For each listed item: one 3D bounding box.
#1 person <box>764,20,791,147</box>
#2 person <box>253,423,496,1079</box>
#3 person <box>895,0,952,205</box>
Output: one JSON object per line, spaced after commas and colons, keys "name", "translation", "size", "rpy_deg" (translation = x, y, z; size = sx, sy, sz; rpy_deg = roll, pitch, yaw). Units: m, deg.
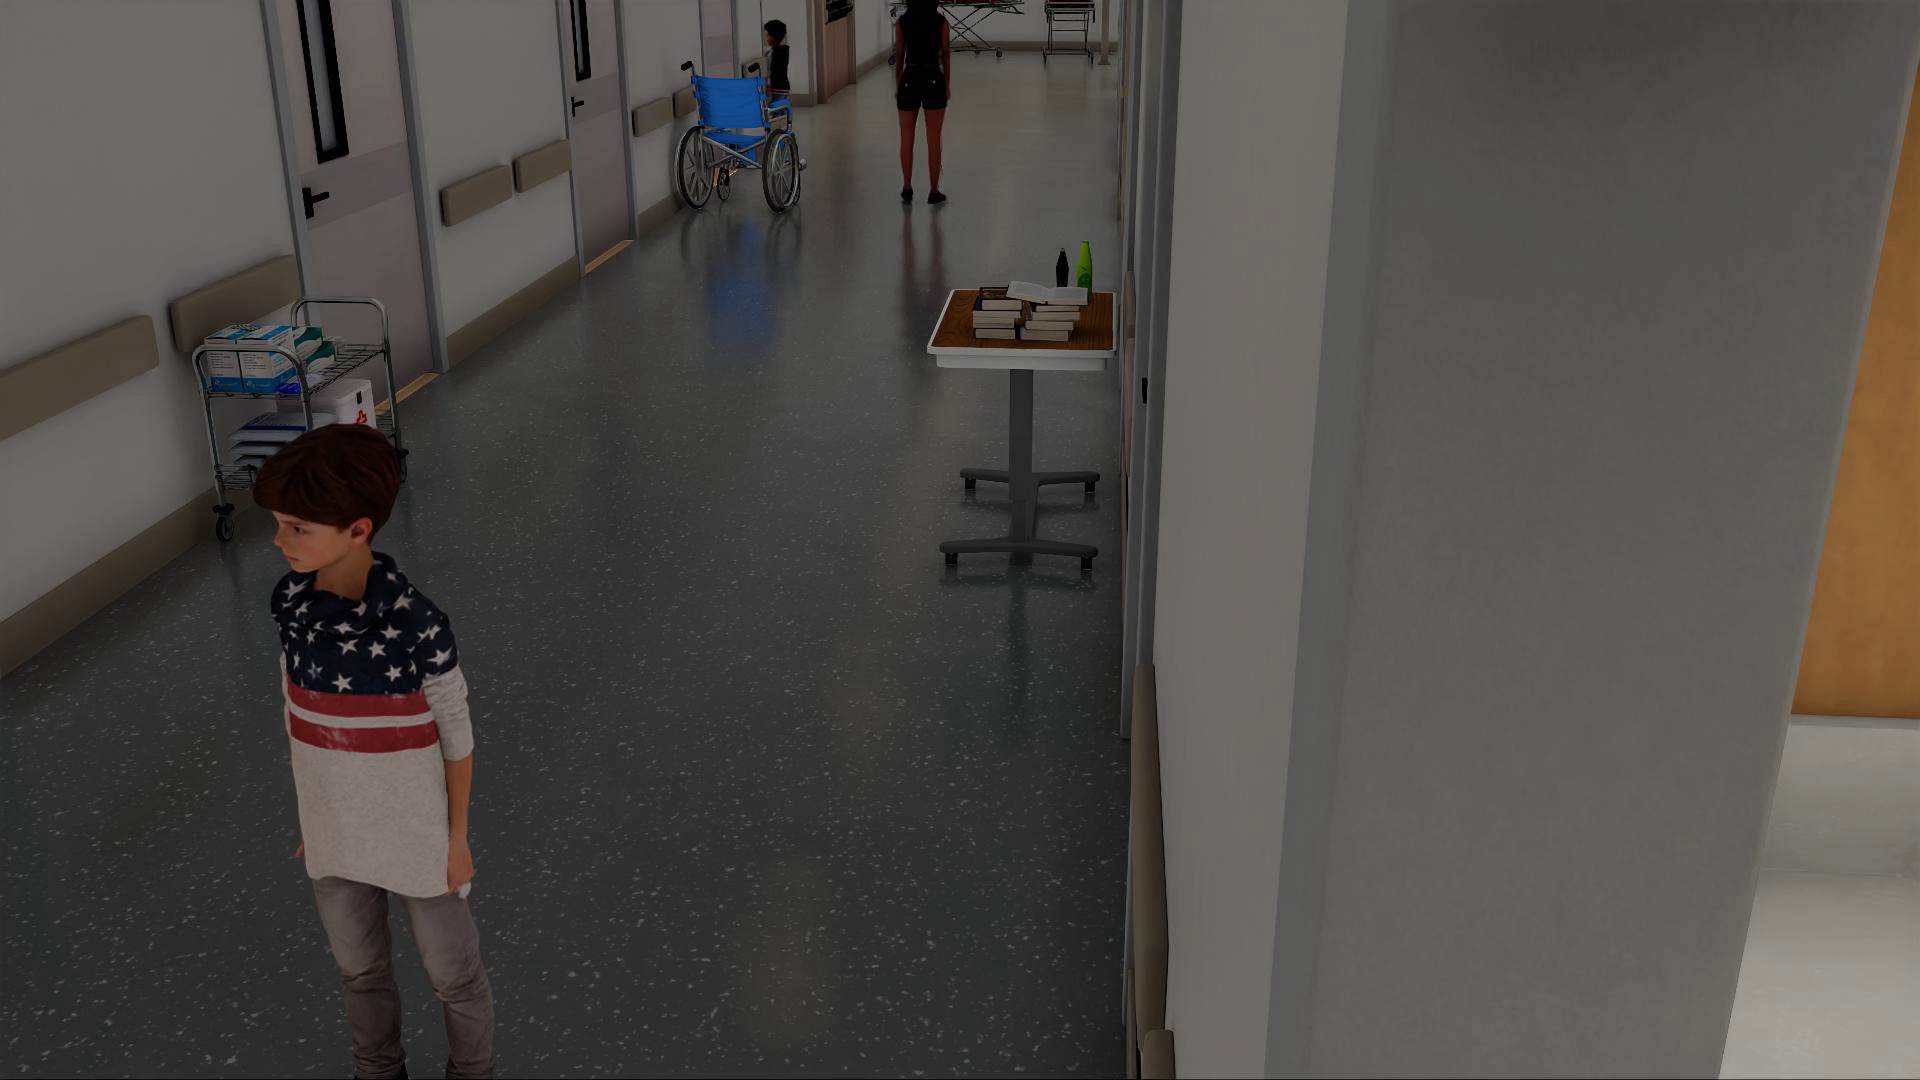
{"name": "person", "translation": [-1.811, -4.538, 16.544], "size": [0.618, 1.219, 0.486], "rpy_deg": [7, 22, 17]}
{"name": "person", "translation": [-1.045, 0.473, 3.002], "size": [0.558, 1.441, 0.530], "rpy_deg": [6, 22, 16]}
{"name": "person", "translation": [-0.303, -3.562, 13.240], "size": [0.594, 1.735, 0.633], "rpy_deg": [2, 21, 6]}
